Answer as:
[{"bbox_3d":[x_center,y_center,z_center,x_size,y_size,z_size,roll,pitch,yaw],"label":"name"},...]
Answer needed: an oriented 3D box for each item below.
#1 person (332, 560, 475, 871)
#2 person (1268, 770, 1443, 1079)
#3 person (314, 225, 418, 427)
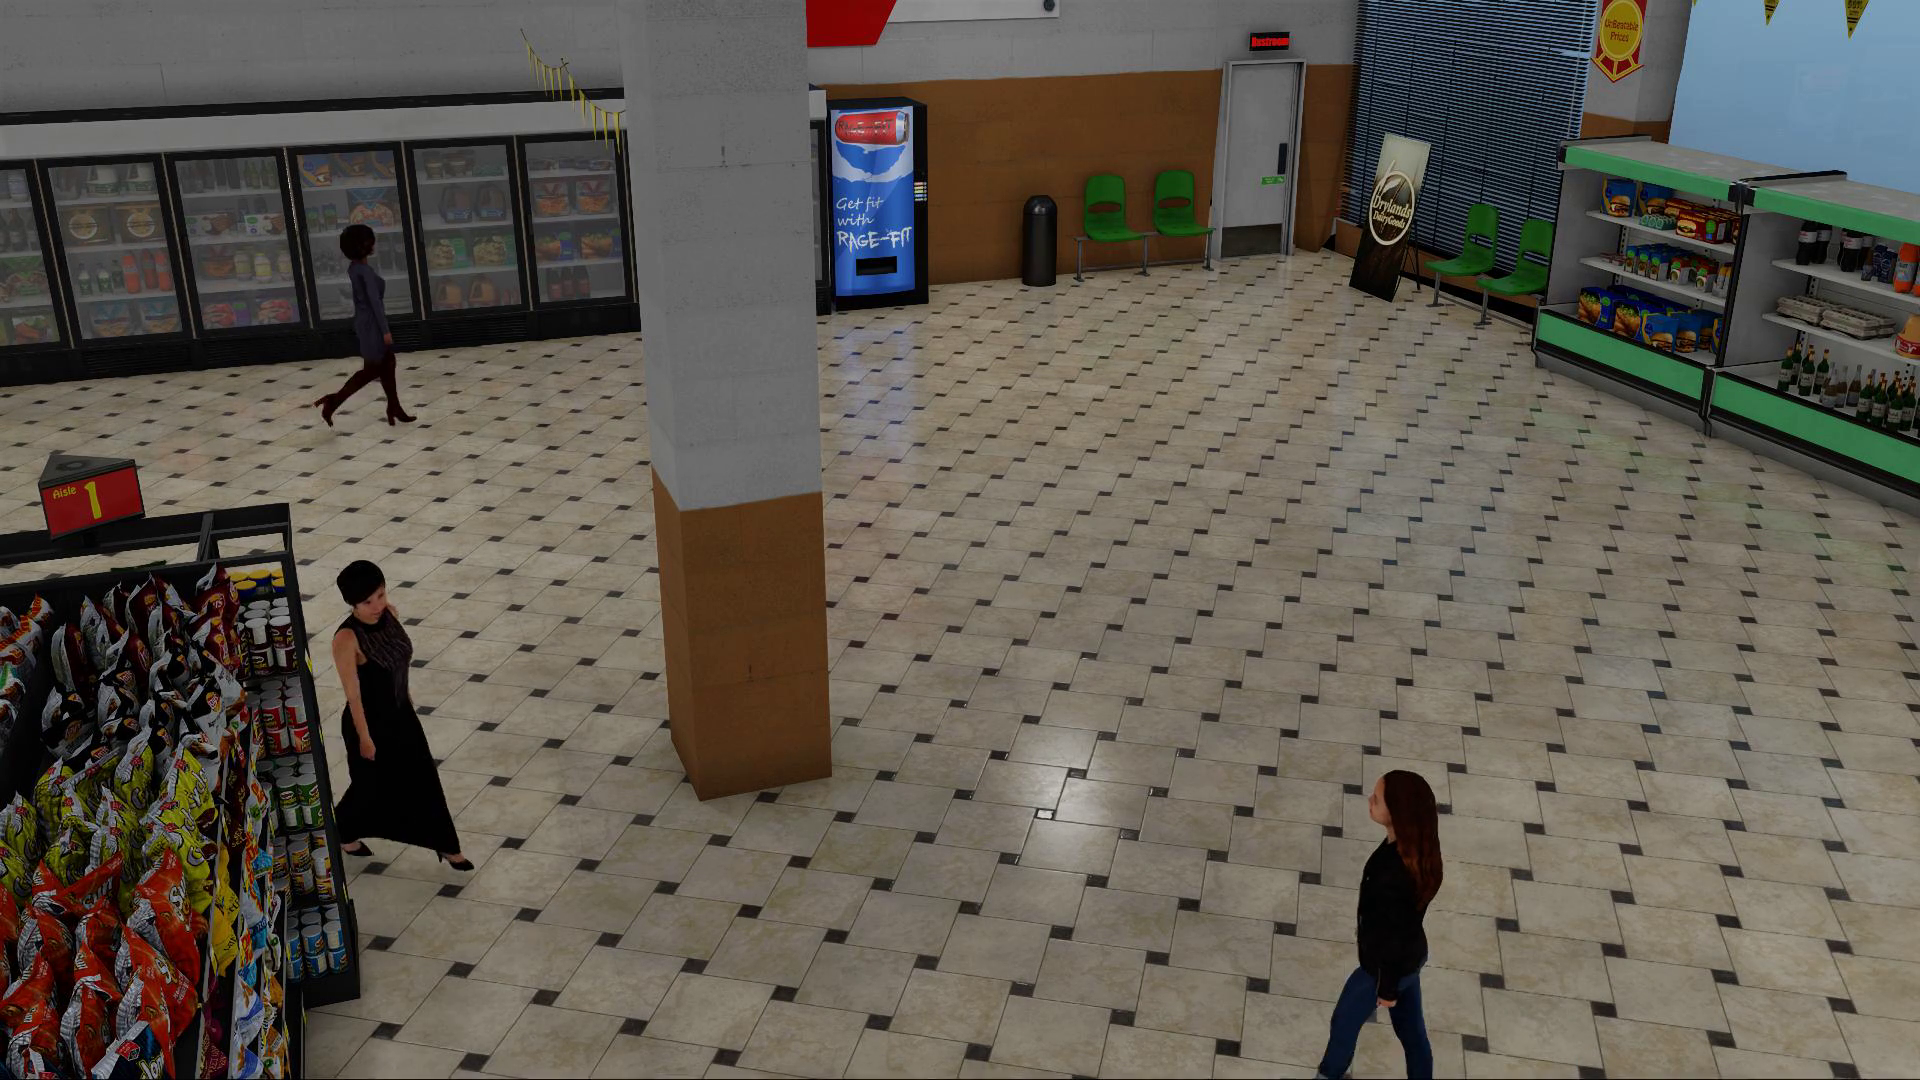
[{"bbox_3d":[-2.674,0.816,7.465,1.031,1.562,1.014,6,23,14],"label":"person"},{"bbox_3d":[1.605,1.498,5.909,0.925,1.457,0.836,14,26,30],"label":"person"},{"bbox_3d":[-4.859,-1.677,13.504,0.772,1.686,1.015,-13,25,-29],"label":"person"}]
